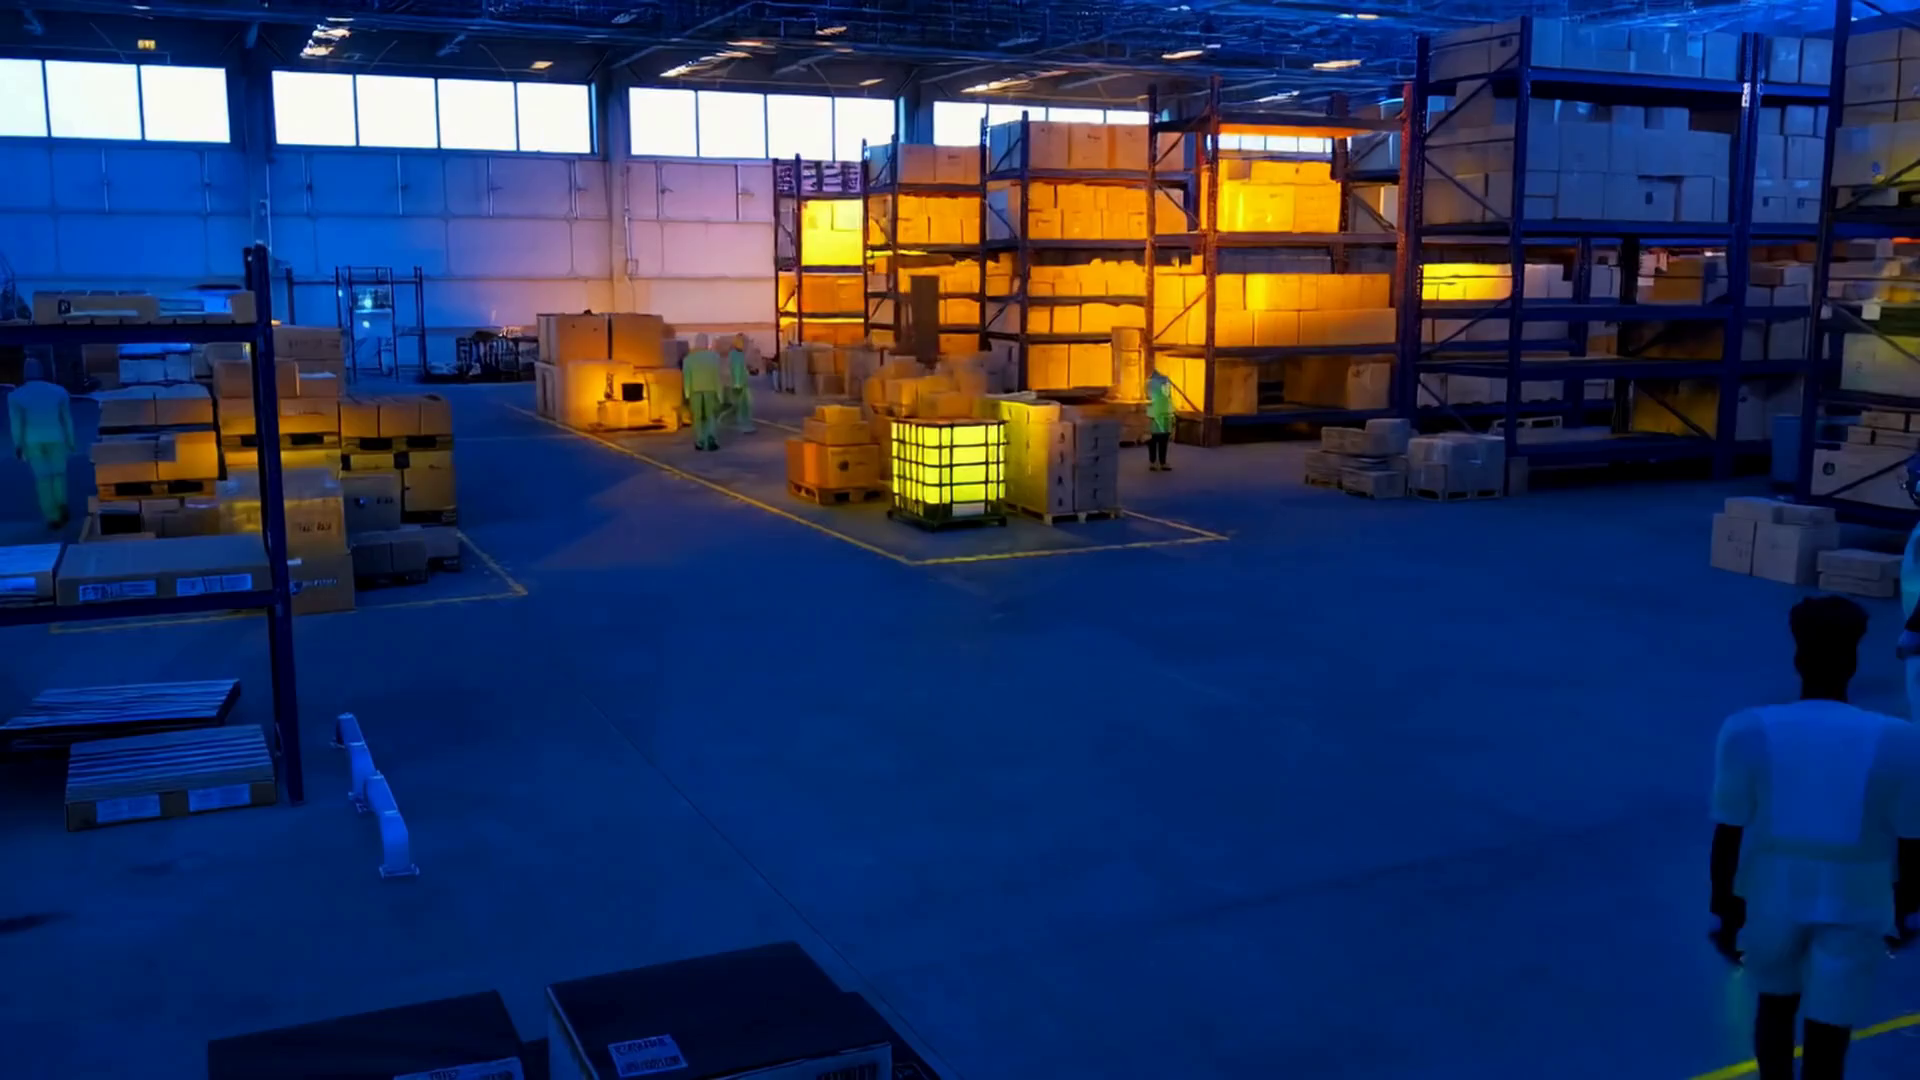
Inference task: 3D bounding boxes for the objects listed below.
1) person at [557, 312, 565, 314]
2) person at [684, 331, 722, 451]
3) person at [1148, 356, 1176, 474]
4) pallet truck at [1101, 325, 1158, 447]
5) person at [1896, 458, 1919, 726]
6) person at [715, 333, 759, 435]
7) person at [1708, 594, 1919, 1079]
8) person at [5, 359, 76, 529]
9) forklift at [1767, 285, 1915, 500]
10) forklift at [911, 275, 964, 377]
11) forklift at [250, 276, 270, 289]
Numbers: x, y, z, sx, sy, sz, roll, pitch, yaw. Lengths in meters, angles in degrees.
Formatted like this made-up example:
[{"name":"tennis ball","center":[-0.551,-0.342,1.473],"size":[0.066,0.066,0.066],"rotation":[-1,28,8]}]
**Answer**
[{"name":"person","center":[-9.645,-4.554,40.270],"size":[0.368,1.934,0.543],"rotation":[0,9,-1]},{"name":"person","center":[-4.155,-2.412,26.966],"size":[0.629,1.939,0.371],"rotation":[3,10,16]},{"name":"person","center":[2.901,-1.801,23.920],"size":[0.317,1.696,0.540],"rotation":[-5,10,-28]},{"name":"pallet truck","center":[2.881,-2.596,27.923],"size":[0.823,1.965,1.885],"rotation":[-1,9,-7]},{"name":"person","center":[5.388,0.470,9.321],"size":[0.519,1.865,0.335],"rotation":[-9,13,-43]},{"name":"person","center":[-4.008,-2.732,29.333],"size":[0.814,1.819,0.623],"rotation":[-1,9,-7]},{"name":"person","center":[2.654,1.117,5.165],"size":[0.605,1.916,1.024],"rotation":[6,11,32]},{"name":"person","center":[-10.352,-1.076,18.735],"size":[0.647,1.914,0.488],"rotation":[-8,12,-39]},{"name":"forklift","center":[11.151,-1.852,20.576],"size":[1.873,2.768,1.129],"rotation":[-4,10,-25]},{"name":"forklift","center":[-0.735,-4.465,36.788],"size":[1.873,2.768,1.129],"rotation":[-4,10,-25]},{"name":"forklift","center":[-15.661,-4.539,37.246],"size":[1.873,2.768,1.129],"rotation":[-4,10,-25]}]
